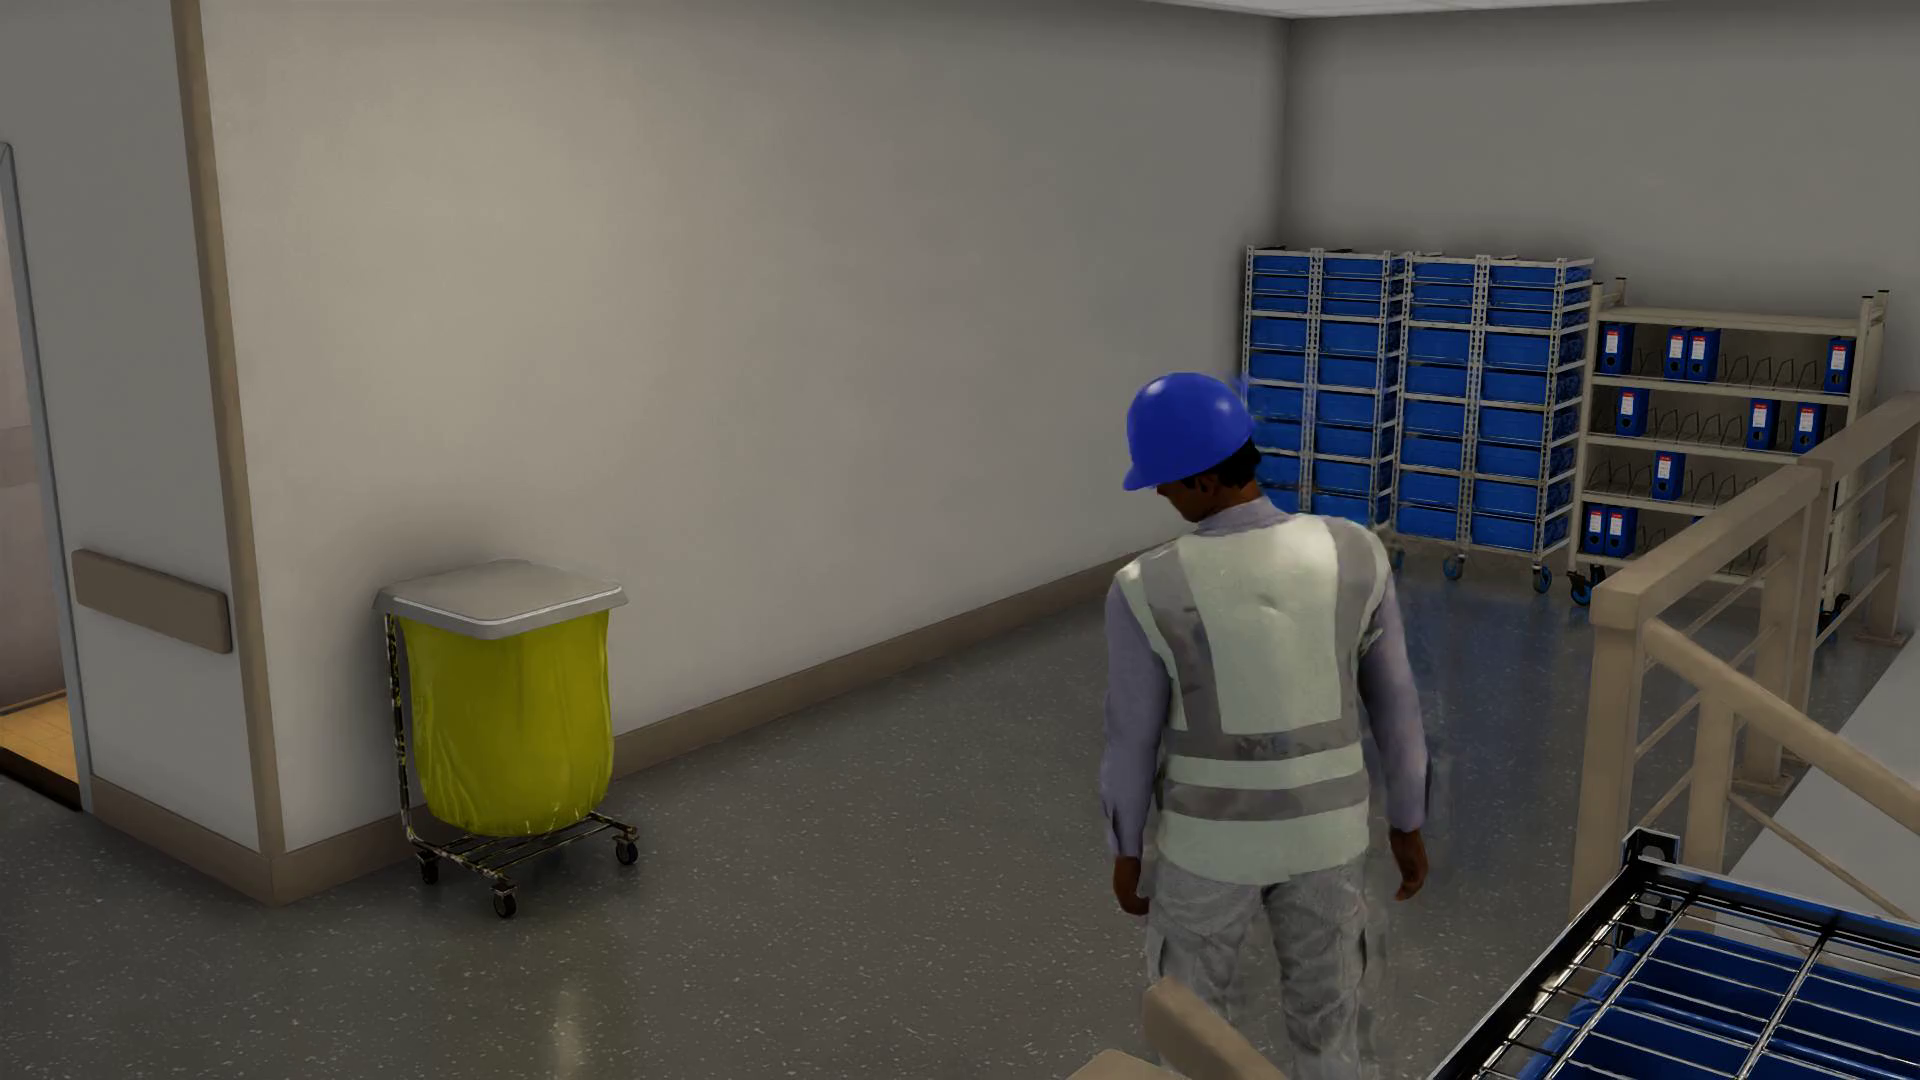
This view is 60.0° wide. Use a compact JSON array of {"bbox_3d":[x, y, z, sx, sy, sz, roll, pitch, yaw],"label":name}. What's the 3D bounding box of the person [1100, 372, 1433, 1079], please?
[{"bbox_3d":[0.663,0.607,3.417,0.756,1.902,0.399,-2,14,-7],"label":"person"}]
